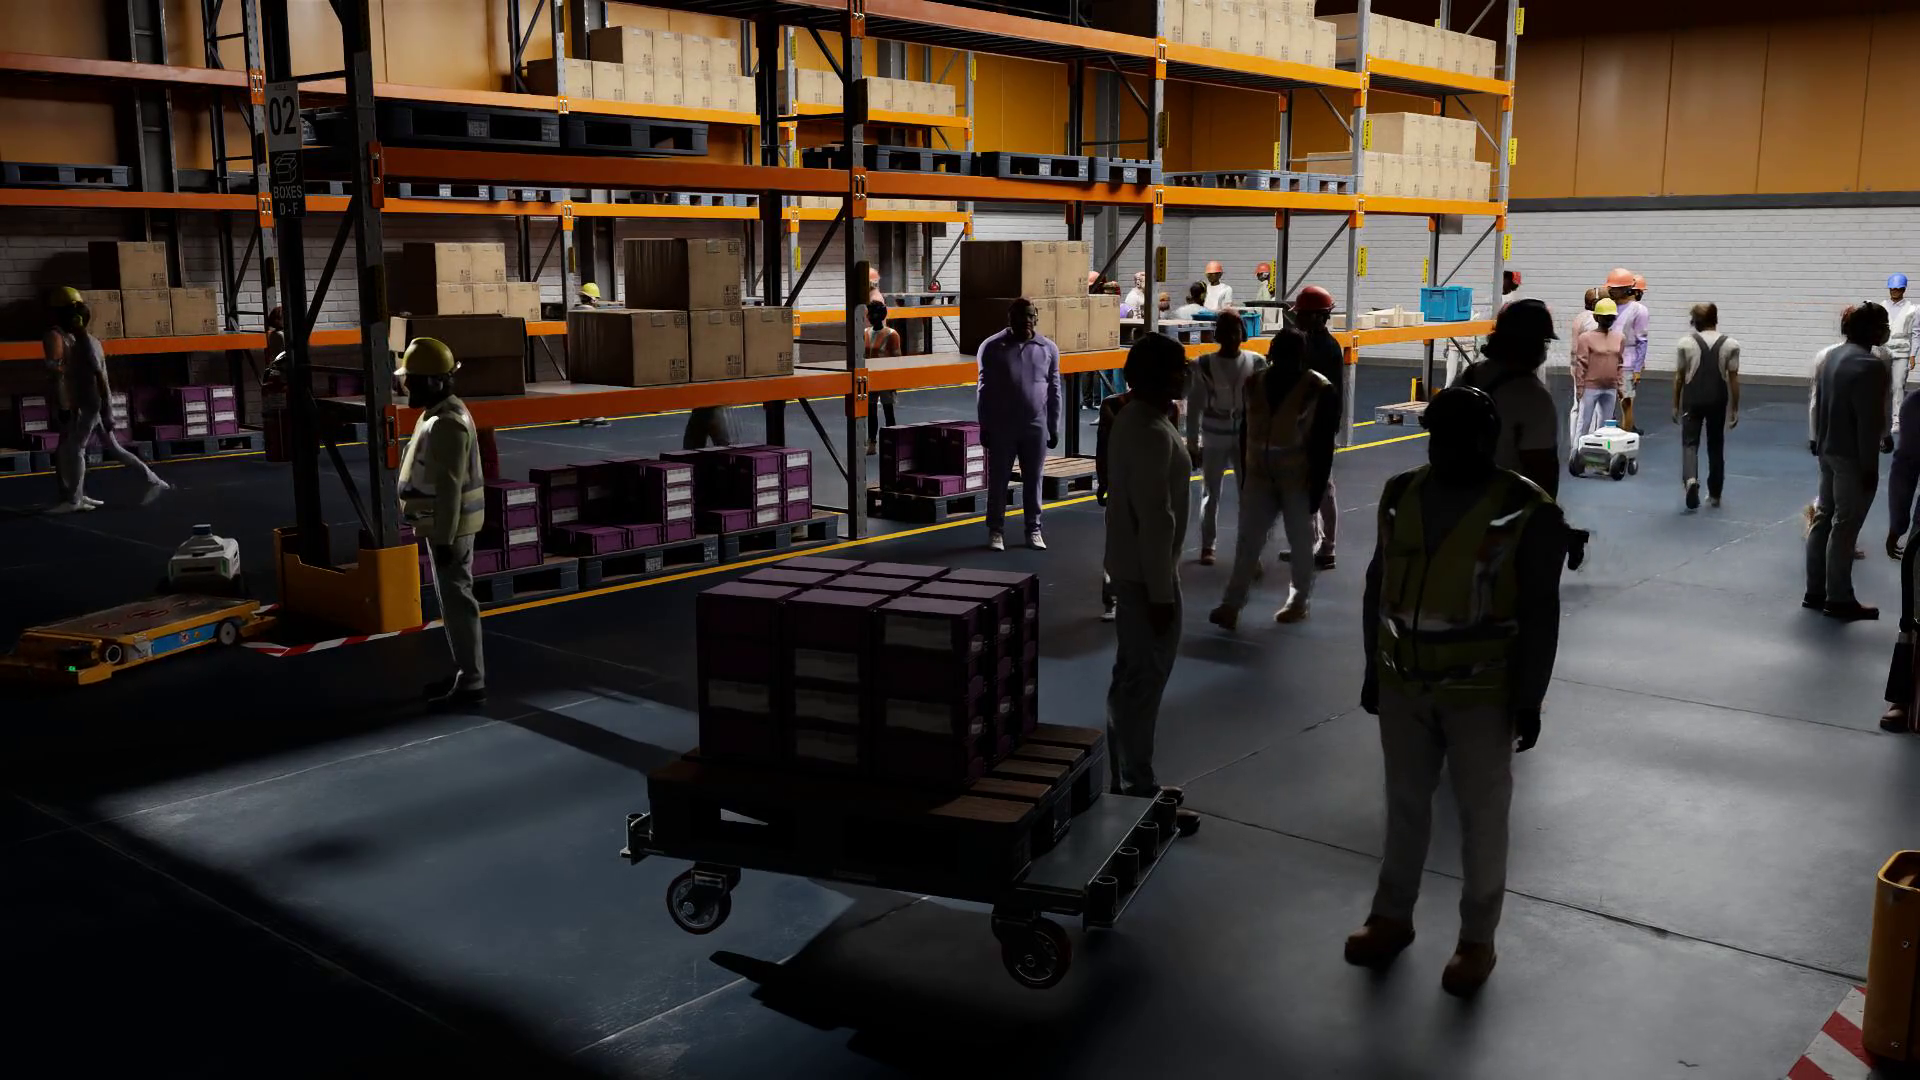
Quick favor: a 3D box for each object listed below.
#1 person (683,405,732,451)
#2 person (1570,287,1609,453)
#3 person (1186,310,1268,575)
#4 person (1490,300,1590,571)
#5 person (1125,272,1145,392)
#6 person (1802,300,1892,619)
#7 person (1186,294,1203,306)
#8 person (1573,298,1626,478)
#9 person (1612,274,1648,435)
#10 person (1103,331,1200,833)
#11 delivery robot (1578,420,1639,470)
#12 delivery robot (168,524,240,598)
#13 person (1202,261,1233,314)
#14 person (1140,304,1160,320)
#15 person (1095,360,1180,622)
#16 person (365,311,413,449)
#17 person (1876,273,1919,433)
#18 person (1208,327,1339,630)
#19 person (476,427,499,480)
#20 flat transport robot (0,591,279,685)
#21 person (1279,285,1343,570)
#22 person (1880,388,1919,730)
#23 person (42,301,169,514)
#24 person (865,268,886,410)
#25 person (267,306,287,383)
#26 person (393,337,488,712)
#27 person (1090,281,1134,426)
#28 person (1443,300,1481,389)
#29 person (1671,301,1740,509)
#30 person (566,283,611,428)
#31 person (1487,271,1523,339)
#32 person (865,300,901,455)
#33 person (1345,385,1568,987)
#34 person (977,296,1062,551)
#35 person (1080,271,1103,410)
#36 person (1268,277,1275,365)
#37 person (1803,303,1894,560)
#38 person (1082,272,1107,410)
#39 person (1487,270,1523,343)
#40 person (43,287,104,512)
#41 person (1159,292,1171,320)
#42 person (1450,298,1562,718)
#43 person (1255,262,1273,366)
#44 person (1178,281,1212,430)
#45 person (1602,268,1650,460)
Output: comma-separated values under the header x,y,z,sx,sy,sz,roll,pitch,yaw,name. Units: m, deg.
x,y,z,sx,sy,sz,roll,pitch,yaw,name
-2.080,-1.021,13.889,0.509,1.702,0.891,9,13,41,person
6.653,-1.728,17.515,0.429,1.845,0.621,1,10,4,person
1.858,-0.672,11.556,0.586,1.825,0.910,-1,10,-4,person
3.925,-0.679,11.372,0.801,1.900,0.596,6,12,32,person
2.638,-2.957,24.323,0.402,1.911,0.639,4,11,23,person
5.463,-0.496,10.218,0.355,1.938,0.636,1,10,3,person
3.010,-2.325,21.349,0.541,1.681,0.507,6,12,30,person
6.311,-1.492,16.386,0.534,1.767,0.317,-2,10,-14,person
8.092,-2.234,20.119,0.372,1.935,0.551,-4,11,-22,person
0.745,0.159,6.491,0.369,1.940,0.631,0,10,-2,person
6.415,-0.943,16.436,0.477,0.478,0.707,10,14,44,delivery robot
-4.647,0.147,10.234,0.477,0.478,0.707,-3,11,-18,delivery robot
4.038,-3.415,26.546,0.616,2.041,0.379,8,13,38,person
2.204,-1.996,19.664,0.712,1.609,0.538,-3,10,-16,person
1.073,-0.318,10.053,0.514,1.642,0.310,1,10,3,person
-5.947,-1.628,17.630,0.781,1.605,0.511,-1,10,-7,person
11.388,-2.279,20.349,0.605,1.948,0.385,7,12,35,person
1.843,-0.338,9.732,0.644,1.790,0.967,7,12,35,person
-3.838,-0.891,13.129,0.542,1.711,0.890,5,11,27,person
-4.544,0.517,9.200,0.652,0.197,1.431,4,11,19,flat transport robot
2.482,-0.787,11.717,0.397,1.992,0.622,-1,10,-5,person
4.617,-0.046,7.662,0.635,1.936,0.353,8,13,38,person
-7.392,-1.147,14.321,0.973,1.822,0.529,-6,12,-32,person
-1.241,-2.783,23.133,0.435,1.978,0.632,-3,10,-15,person
-7.263,-1.692,17.905,0.275,1.631,0.505,-8,13,-38,person
-2.546,-0.080,8.181,0.403,1.825,0.593,-4,11,-21,person
1.940,-2.348,21.052,0.564,1.839,0.390,9,13,42,person
7.125,-2.699,23.626,0.515,1.636,0.315,3,10,17,person
6.452,-1.154,14.363,0.536,1.812,0.700,2,10,14,person
-4.661,-2.319,20.950,0.589,1.821,0.404,5,11,27,person
8.583,-3.301,26.294,0.501,1.901,0.552,-7,12,-36,person
-0.883,-1.738,17.981,0.540,1.695,0.318,7,12,33,person
1.512,0.444,5.147,0.430,1.845,0.622,-10,14,-44,person
0.448,-0.862,12.433,0.648,1.902,0.400,-2,10,-10,person
1.865,-2.776,23.210,0.374,1.933,0.550,-9,13,-42,person
4.540,-2.876,23.987,0.331,1.866,0.513,5,11,26,person
6.561,-0.827,12.347,0.579,1.861,0.823,-1,10,-5,person
1.898,-2.769,23.218,0.379,1.918,0.597,-7,12,-33,person
8.492,-3.218,25.766,0.967,1.932,0.612,-4,11,-22,person
-7.637,-1.210,14.319,0.380,1.924,0.593,-2,10,-14,person
2.847,-2.698,23.627,0.280,1.632,0.501,-1,10,-8,person
2.640,-0.170,8.072,0.544,2.000,0.693,-4,11,-20,person
5.415,-3.941,29.671,0.375,1.997,0.609,1,10,8,person
2.917,-2.276,20.631,0.510,1.851,0.379,7,12,36,person
6.992,-1.860,17.702,0.395,2.040,0.609,-6,12,-31,person
